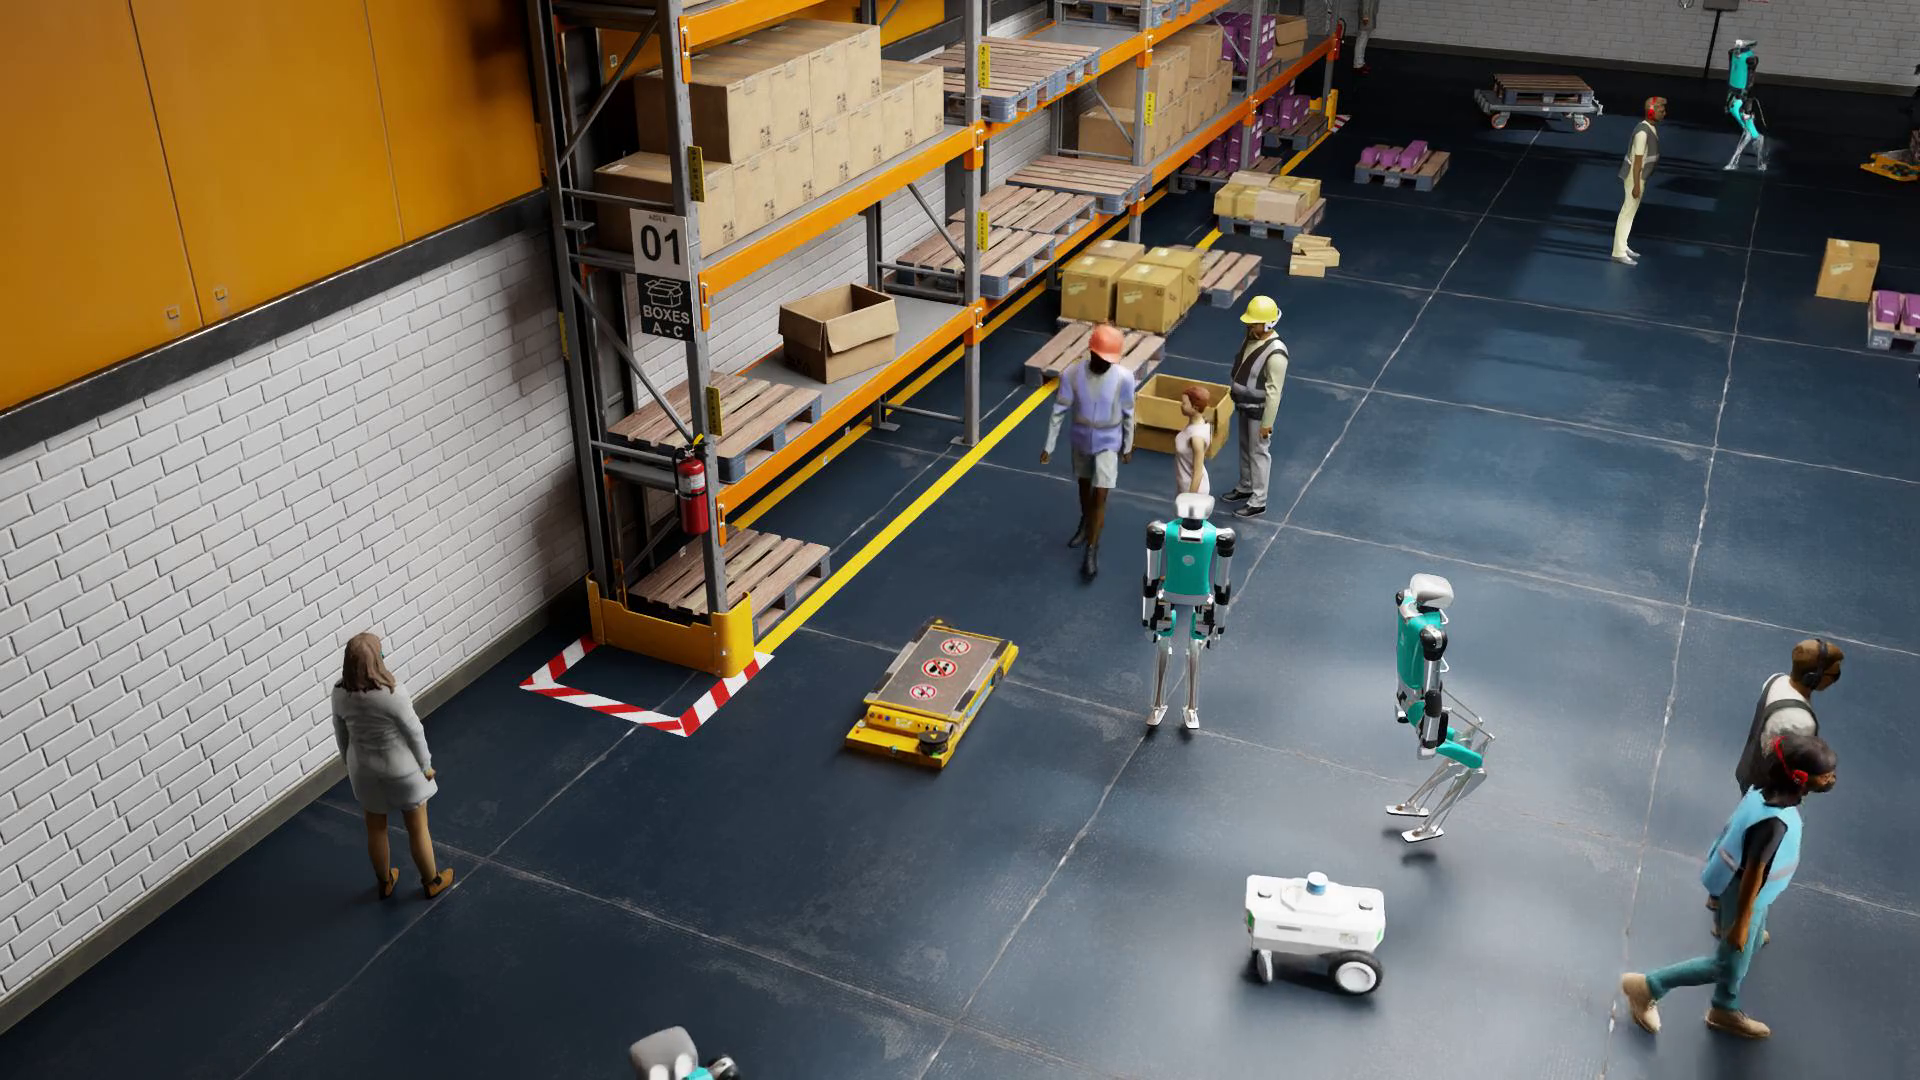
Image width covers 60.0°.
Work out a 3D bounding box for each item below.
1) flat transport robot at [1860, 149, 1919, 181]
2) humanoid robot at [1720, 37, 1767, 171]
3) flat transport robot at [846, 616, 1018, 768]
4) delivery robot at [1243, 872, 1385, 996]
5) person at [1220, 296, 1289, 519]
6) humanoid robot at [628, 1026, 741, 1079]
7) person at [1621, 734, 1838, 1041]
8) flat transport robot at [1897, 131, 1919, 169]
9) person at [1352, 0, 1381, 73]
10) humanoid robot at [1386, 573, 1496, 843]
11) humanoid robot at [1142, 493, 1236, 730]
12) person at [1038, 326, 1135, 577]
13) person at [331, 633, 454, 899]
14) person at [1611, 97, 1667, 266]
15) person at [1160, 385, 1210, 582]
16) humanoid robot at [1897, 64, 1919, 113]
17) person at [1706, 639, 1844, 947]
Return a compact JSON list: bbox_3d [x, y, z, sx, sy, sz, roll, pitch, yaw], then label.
[{"bbox_3d":[12.689,-4.957,21.919,1.431,0.231,0.659,-10,30,-18],"label":"flat transport robot"},{"bbox_3d":[10.372,-5.640,21.735,0.895,1.844,0.553,-5,29,-9],"label":"humanoid robot"},{"bbox_3d":[-0.157,0.975,10.920,0.659,0.231,1.431,10,30,19],"label":"flat transport robot"},{"bbox_3d":[1.870,2.012,8.698,0.769,0.597,0.515,5,29,9],"label":"delivery robot"},{"bbox_3d":[2.313,-1.049,13.041,0.403,1.825,0.591,-6,29,-10],"label":"person"},{"bbox_3d":[-1.183,2.507,6.580,0.548,1.762,1.043,-18,33,-30],"label":"humanoid robot"},{"bbox_3d":[3.690,1.665,7.987,0.637,1.848,0.586,14,32,25],"label":"person"},{"bbox_3d":[12.964,-4.833,21.690,1.431,0.231,0.659,10,30,18],"label":"flat transport robot"},{"bbox_3d":[6.601,-8.494,26.837,0.360,1.827,0.514,12,31,21],"label":"person"},{"bbox_3d":[2.741,0.938,9.302,0.735,1.677,0.533,-2,28,-5],"label":"humanoid robot"},{"bbox_3d":[1.405,0.376,10.344,0.533,1.677,0.735,5,29,9],"label":"humanoid robot"},{"bbox_3d":[0.936,-0.668,12.257,0.622,1.886,0.914,9,30,16],"label":"person"},{"bbox_3d":[-3.087,1.225,8.989,0.482,1.659,0.339,2,28,4],"label":"person"},{"bbox_3d":[7.528,-4.008,18.498,0.388,1.847,0.564,13,31,23],"label":"person"},{"bbox_3d":[1.629,-0.336,11.883,0.286,1.661,0.437,1,28,1],"label":"person"},{"bbox_3d":[14.216,-6.978,24.252,0.611,1.637,0.786,-19,33,-31],"label":"humanoid robot"},{"bbox_3d":[4.229,1.309,8.655,0.362,1.837,0.504,4,29,8],"label":"person"}]
